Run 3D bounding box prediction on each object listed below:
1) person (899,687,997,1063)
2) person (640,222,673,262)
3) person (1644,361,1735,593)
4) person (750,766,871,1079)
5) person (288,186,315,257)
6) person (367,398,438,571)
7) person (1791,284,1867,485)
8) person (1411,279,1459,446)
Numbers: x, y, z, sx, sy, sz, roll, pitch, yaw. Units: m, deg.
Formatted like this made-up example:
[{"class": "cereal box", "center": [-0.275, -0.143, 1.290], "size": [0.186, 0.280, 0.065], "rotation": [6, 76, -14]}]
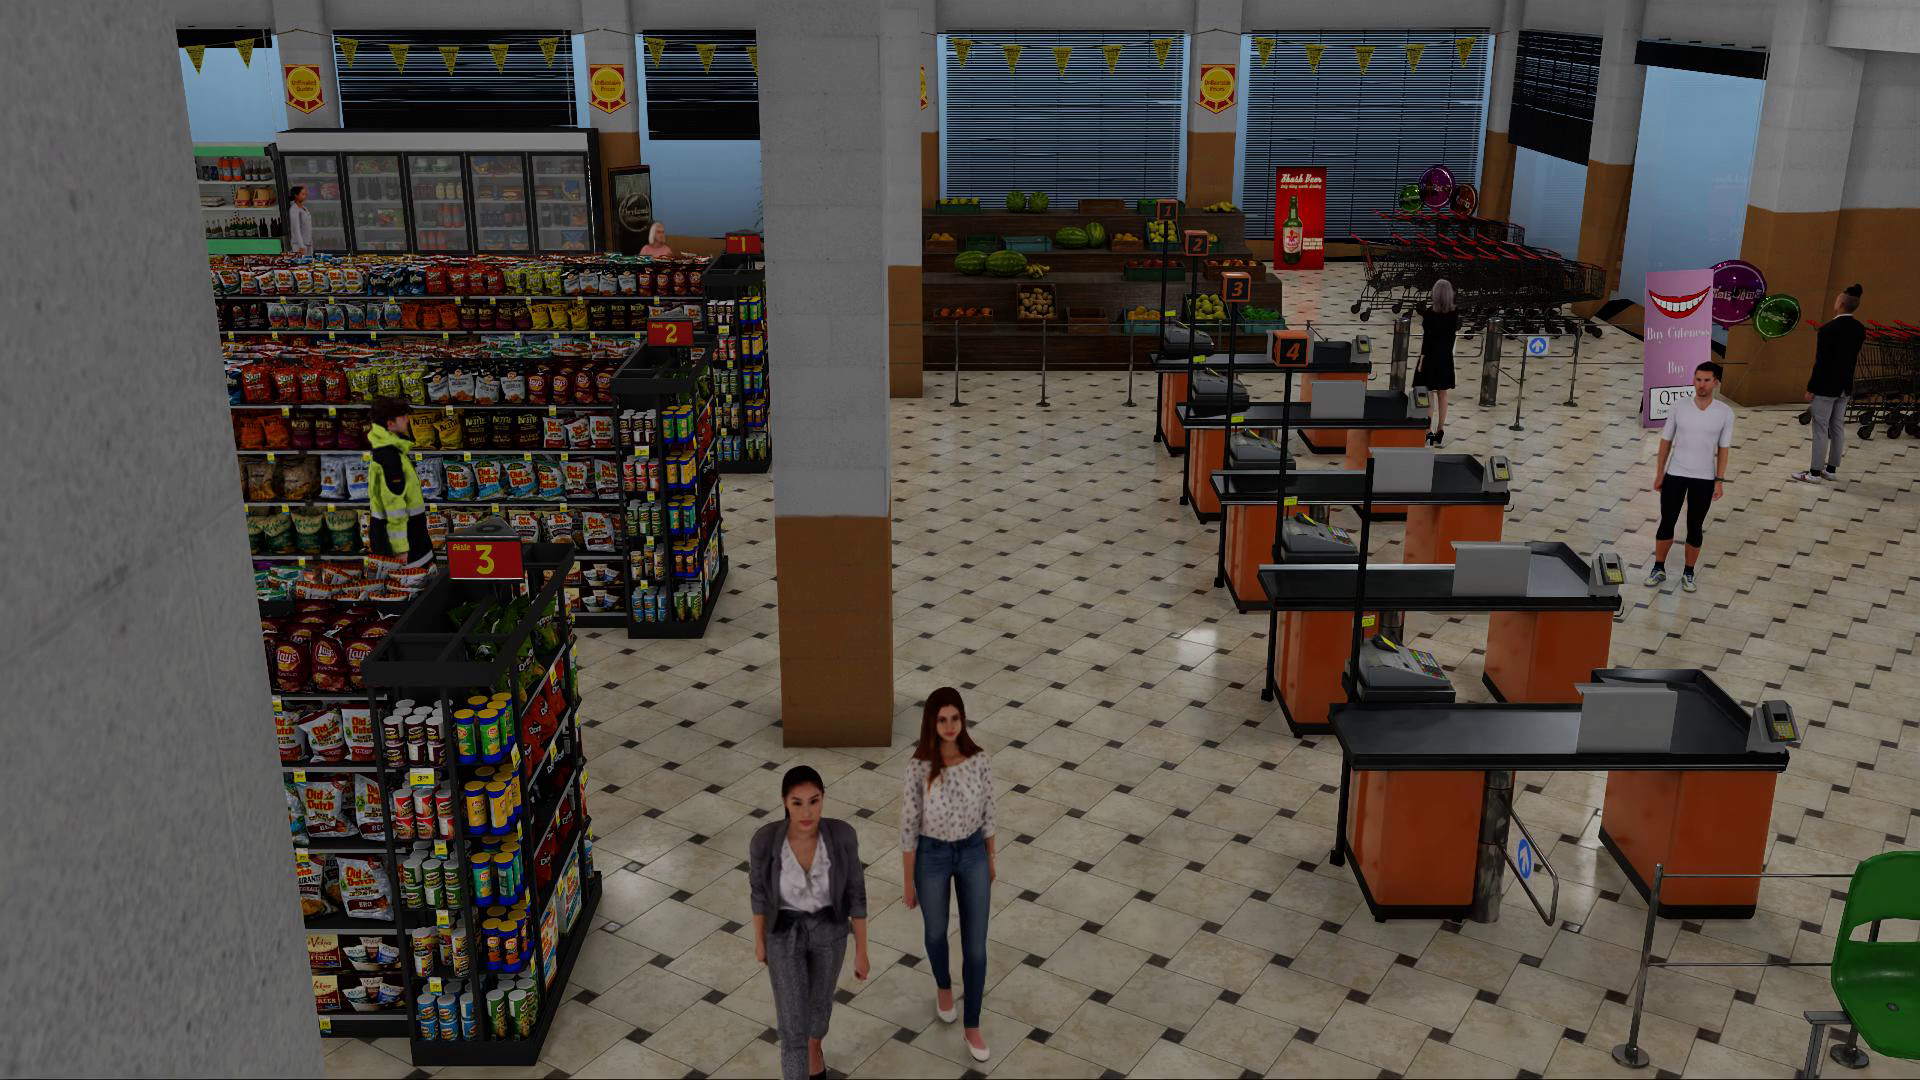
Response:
[{"class": "person", "center": [-0.059, 1.450, 7.670], "size": [0.837, 1.710, 0.734], "rotation": [-2, 19, -7]}, {"class": "person", "center": [-3.985, -3.283, 21.712], "size": [0.938, 1.706, 0.932], "rotation": [-12, 22, -31]}, {"class": "person", "center": [5.838, -0.521, 13.294], "size": [0.684, 1.851, 0.814], "rotation": [10, 21, 27]}, {"class": "person", "center": [-0.651, 1.689, 7.082], "size": [1.066, 1.632, 0.821], "rotation": [-3, 19, -10]}, {"class": "person", "center": [-10.019, -4.511, 25.311], "size": [0.525, 1.733, 0.620], "rotation": [0, 19, -1]}, {"class": "person", "center": [-3.987, -0.034, 11.653], "size": [1.042, 1.976, 0.980], "rotation": [-9, 20, -24]}, {"class": "person", "center": [8.457, -1.516, 16.091], "size": [0.691, 1.949, 0.847], "rotation": [-8, 20, -22]}, {"class": "person", "center": [4.994, -1.871, 17.461], "size": [0.630, 1.746, 0.745], "rotation": [-8, 20, -21]}]
